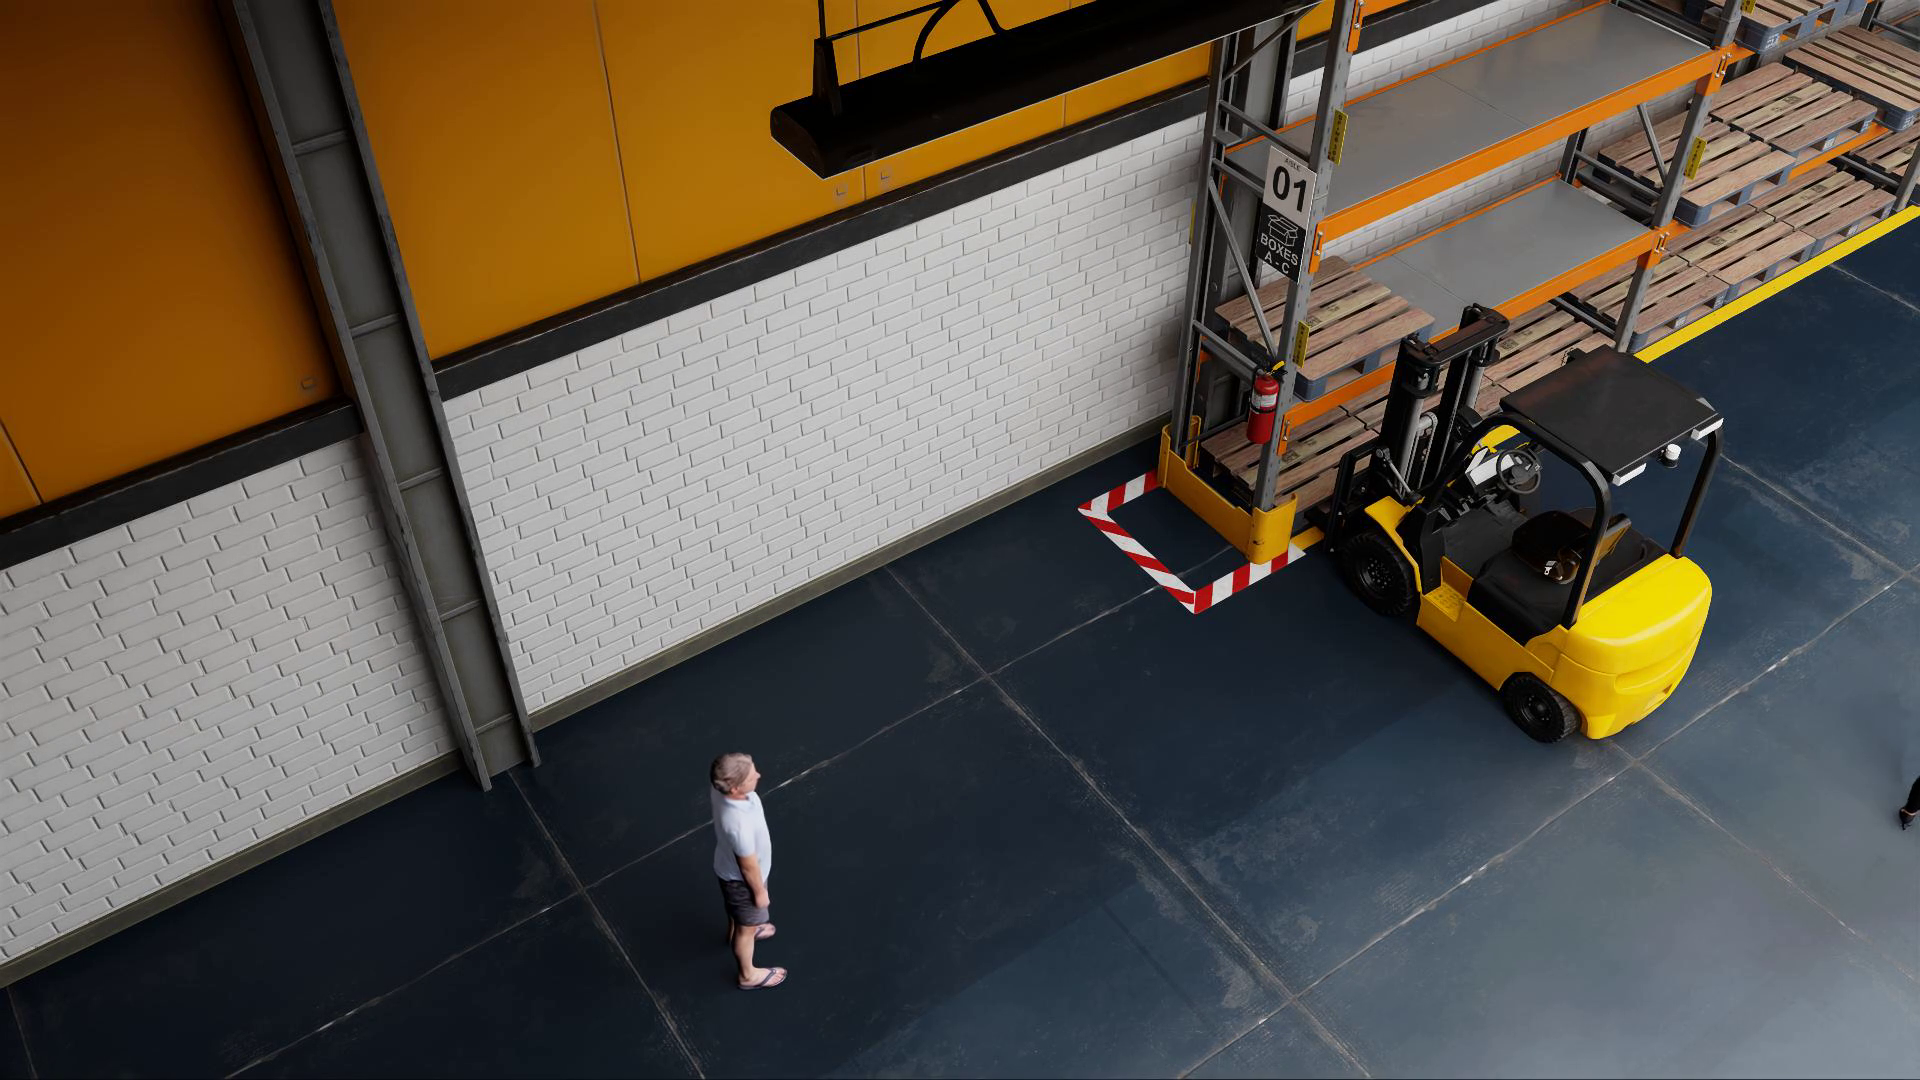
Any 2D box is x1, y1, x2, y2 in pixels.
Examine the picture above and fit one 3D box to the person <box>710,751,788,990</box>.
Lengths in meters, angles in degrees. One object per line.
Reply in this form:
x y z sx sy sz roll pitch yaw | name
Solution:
-1.197 1.765 9.042 0.672 1.829 0.702 -9 44 -10 | person
